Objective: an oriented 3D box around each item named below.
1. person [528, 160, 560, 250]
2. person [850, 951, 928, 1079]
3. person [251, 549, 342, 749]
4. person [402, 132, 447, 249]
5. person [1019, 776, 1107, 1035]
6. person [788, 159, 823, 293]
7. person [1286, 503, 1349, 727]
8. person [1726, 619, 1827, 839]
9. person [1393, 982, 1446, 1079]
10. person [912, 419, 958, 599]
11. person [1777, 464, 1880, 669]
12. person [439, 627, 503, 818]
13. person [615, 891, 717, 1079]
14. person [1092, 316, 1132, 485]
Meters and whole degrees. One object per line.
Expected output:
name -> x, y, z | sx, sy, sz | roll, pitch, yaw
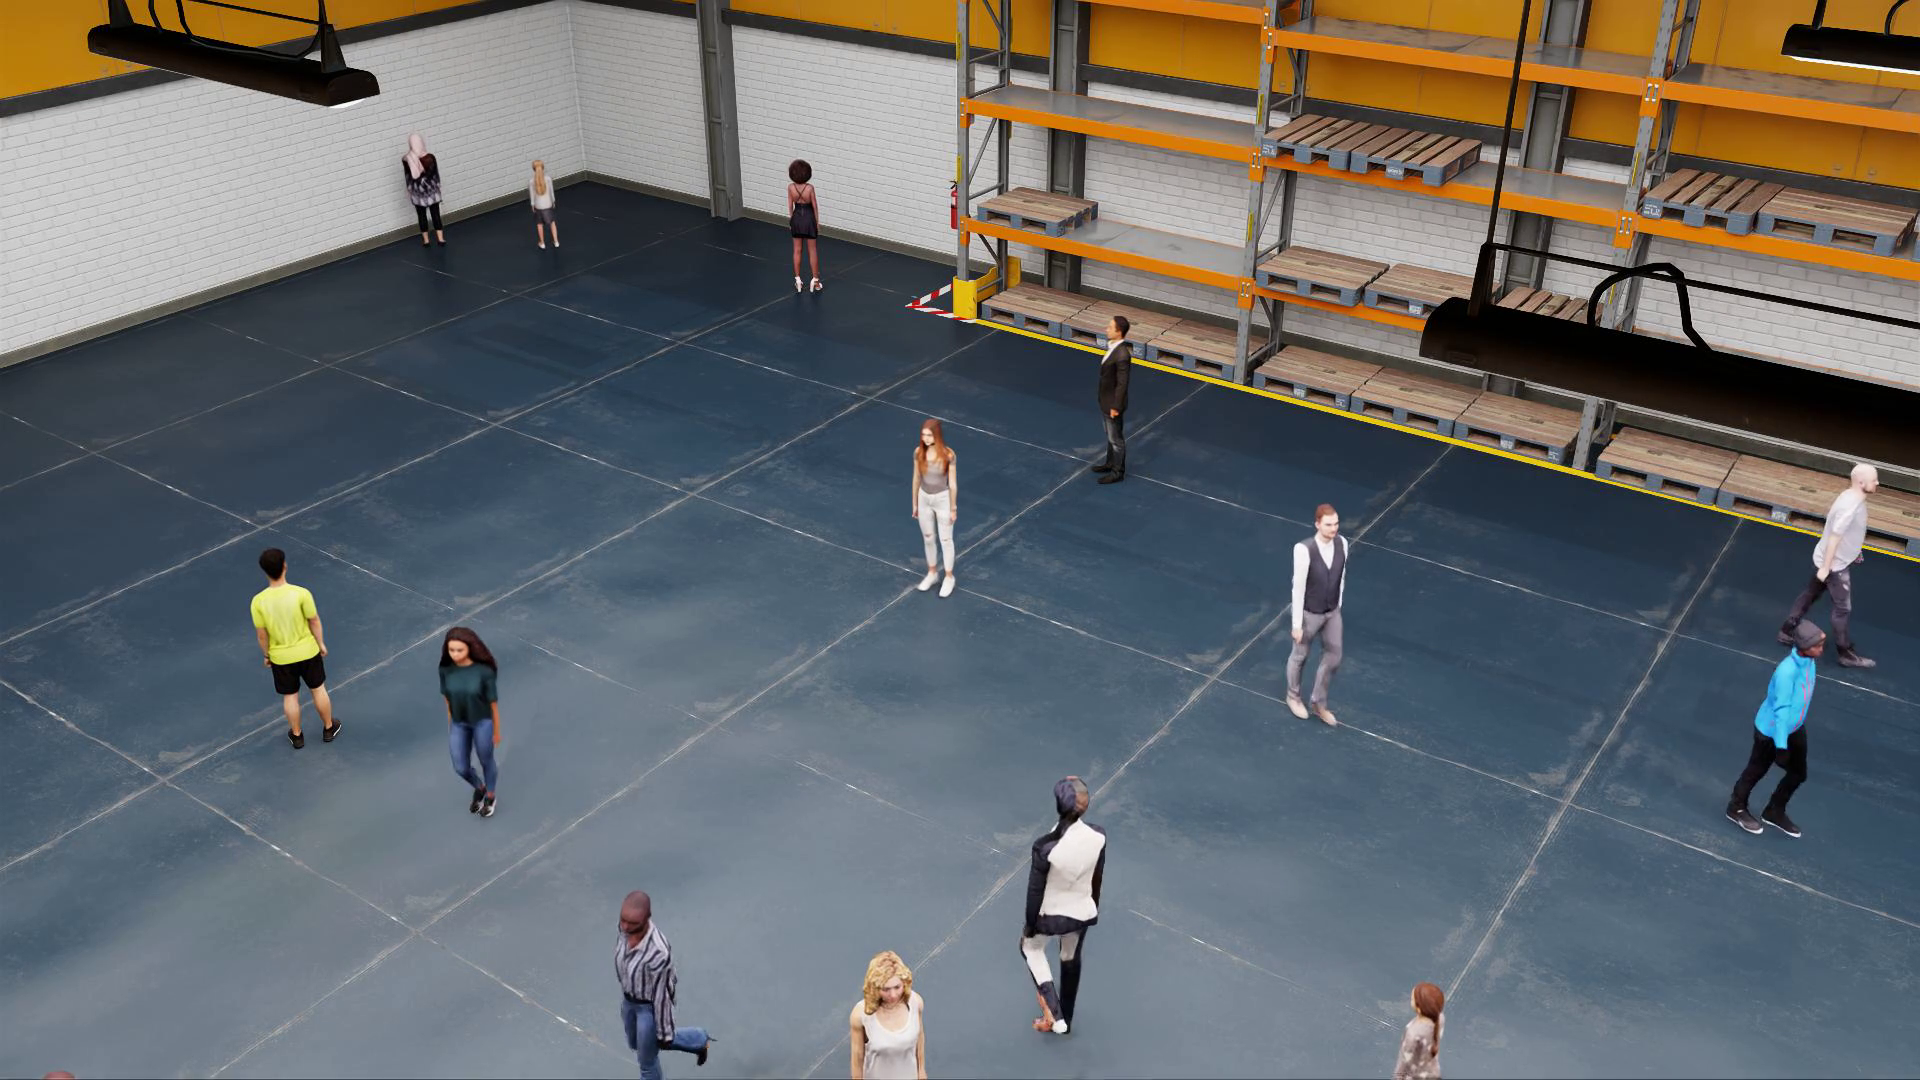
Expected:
person -> -5.960, -4.810, 23.781 | 0.601, 1.274, 0.644 | -11, 30, -19
person -> -0.389, 2.932, 9.173 | 0.675, 1.671, 0.694 | -12, 31, -21
person -> -5.192, 0.845, 12.961 | 0.702, 1.707, 0.727 | -9, 30, -17
person -> -7.656, -5.003, 23.757 | 0.751, 1.635, 0.794 | -9, 30, -16
person -> 0.658, 2.306, 10.099 | 0.848, 1.884, 0.862 | -13, 31, -22
person -> -2.070, -4.171, 22.071 | 0.594, 1.788, 0.692 | 5, 29, 9
person -> 2.800, 0.536, 13.313 | 0.853, 1.912, 0.908 | -10, 30, -18
person -> 5.816, 1.332, 11.991 | 0.746, 1.780, 0.827 | -18, 33, -29
person -> 2.624, 3.023, 9.504 | 0.527, 1.194, 0.539 | -20, 35, -32
person -> -0.212, -0.321, 15.089 | 0.540, 1.716, 0.693 | 11, 30, 19
person -> 7.321, 0.162, 14.112 | 1.008, 1.804, 0.679 | 18, 34, 30
person -> -3.551, 1.295, 12.237 | 0.706, 1.610, 0.784 | 2, 29, 4
person -> -1.709, 2.663, 9.564 | 0.801, 1.769, 0.875 | -23, 36, -35
person -> 1.591, -1.456, 17.077 | 0.785, 1.804, 0.740 | -3, 29, -6
